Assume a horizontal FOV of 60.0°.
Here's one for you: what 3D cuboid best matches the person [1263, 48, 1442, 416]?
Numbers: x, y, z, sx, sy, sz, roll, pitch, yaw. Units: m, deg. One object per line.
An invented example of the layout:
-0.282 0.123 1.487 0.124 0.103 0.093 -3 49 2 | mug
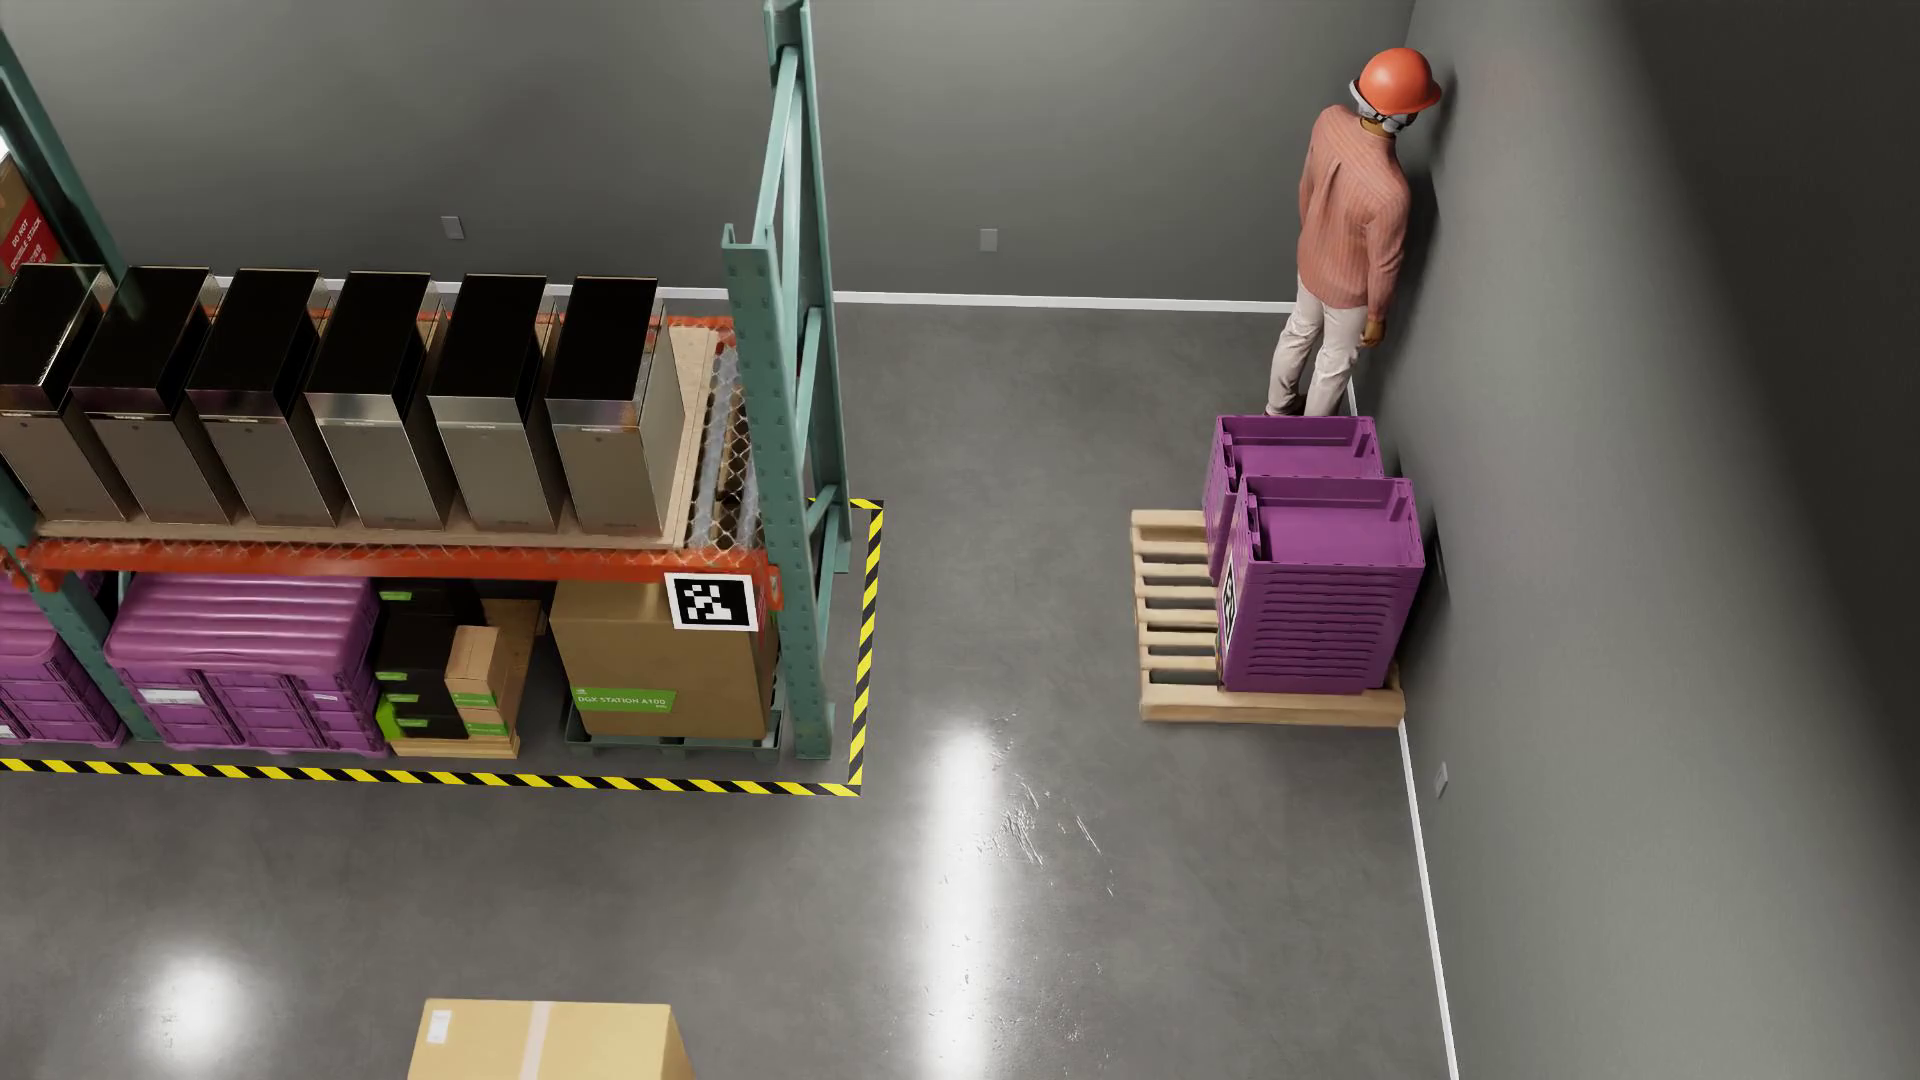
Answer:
1.506 -1.052 6.486 0.381 1.994 0.615 -18 54 -13 | person
